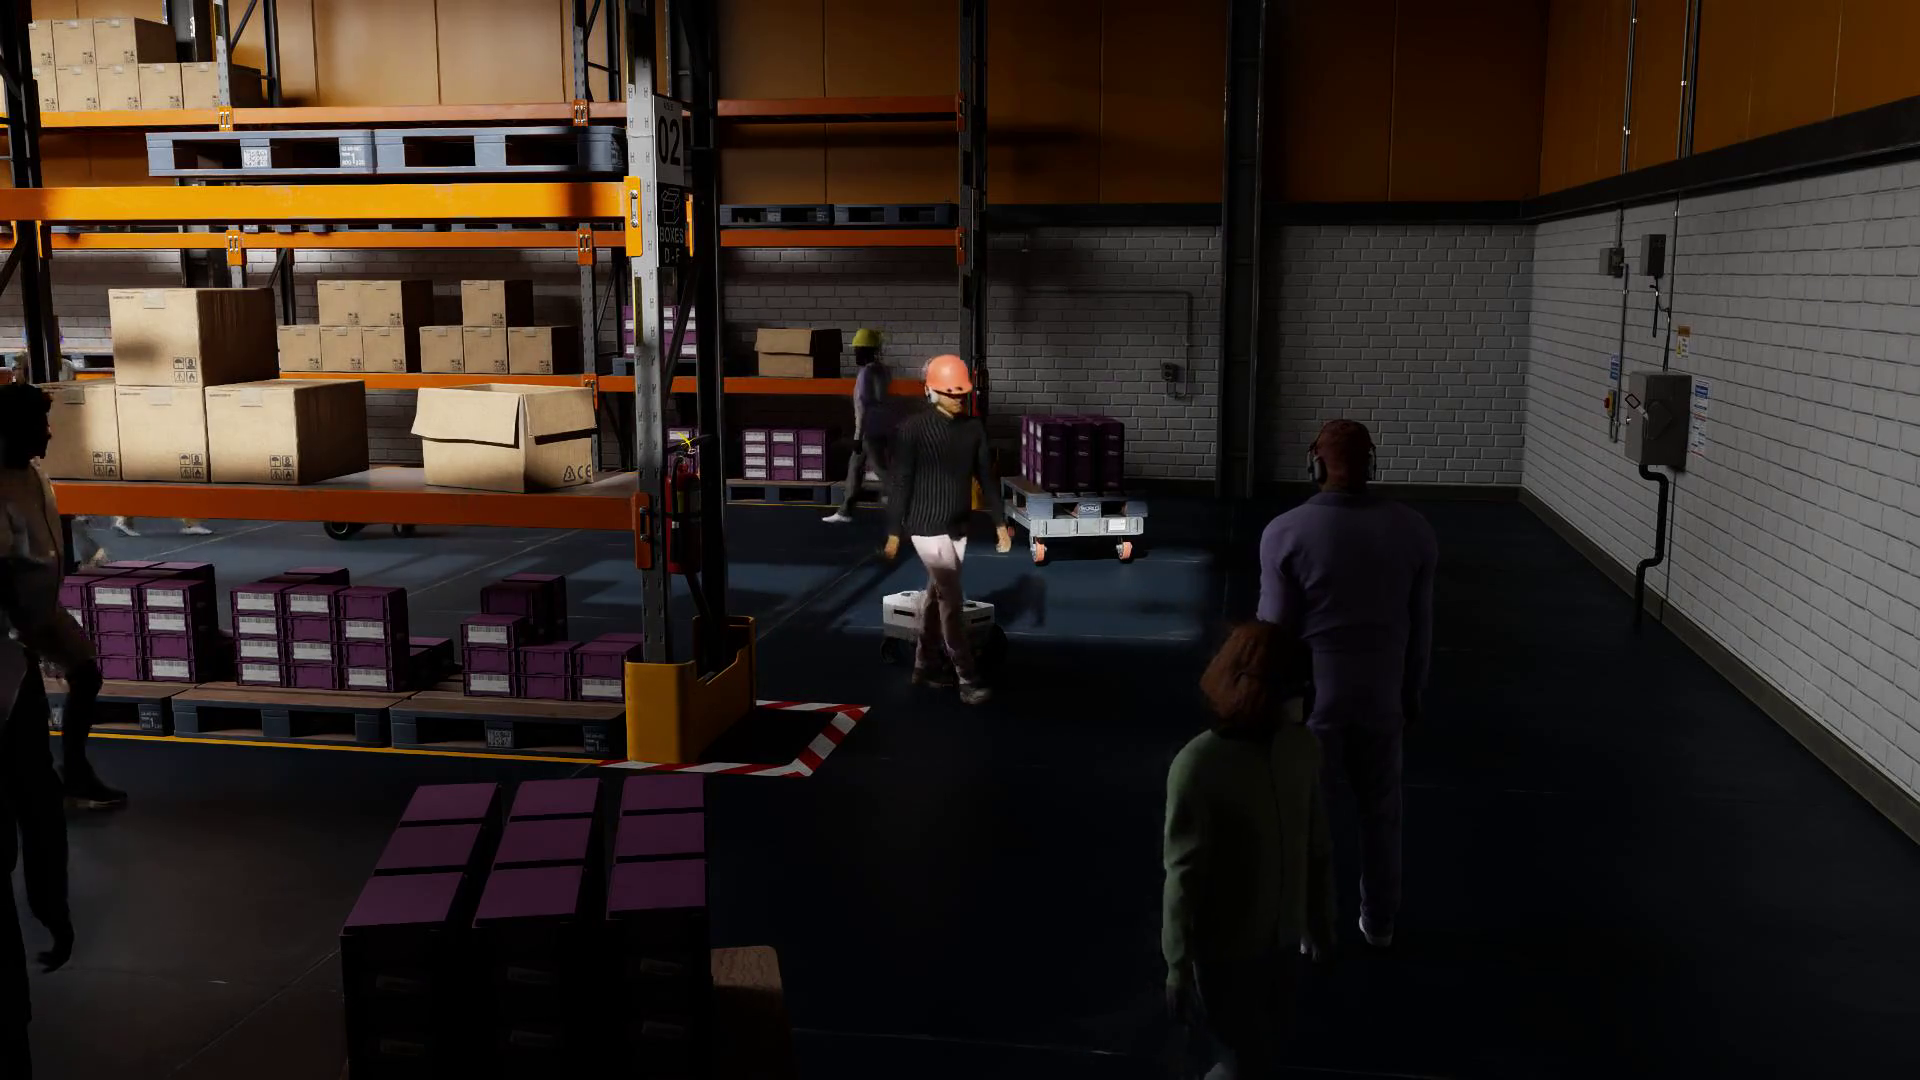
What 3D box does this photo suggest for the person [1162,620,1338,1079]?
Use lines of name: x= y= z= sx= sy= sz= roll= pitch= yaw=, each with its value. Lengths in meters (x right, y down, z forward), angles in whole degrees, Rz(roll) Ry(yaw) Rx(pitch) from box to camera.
person: x=0.696 y=0.974 z=3.978 sx=0.515 sy=1.611 sz=0.692 roll=-7 pitch=12 yaw=-38

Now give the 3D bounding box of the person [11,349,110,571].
person: x=-7.123 y=-0.573 z=12.925 sx=0.812 sy=1.822 sz=0.538 roll=-4 pitch=10 yaw=-21

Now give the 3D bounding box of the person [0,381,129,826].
person: x=-3.957 y=0.293 z=7.181 sx=0.659 sy=1.946 sz=0.605 roll=0 pitch=9 yaw=0

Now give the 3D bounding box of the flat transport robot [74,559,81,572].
flat transport robot: x=-7.378 y=0.292 z=12.349 sx=1.431 sy=0.197 sz=0.652 roll=-1 pitch=9 yaw=-5

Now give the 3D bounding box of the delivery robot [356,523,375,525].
delivery robot: x=-5.363 y=-0.347 z=15.145 sx=0.707 sy=0.478 sz=0.477 roll=-1 pitch=9 yaw=-6

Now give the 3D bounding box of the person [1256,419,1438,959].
person: x=1.327 y=0.527 z=5.854 sx=0.639 sy=1.902 sz=0.407 roll=-1 pitch=9 yaw=-7

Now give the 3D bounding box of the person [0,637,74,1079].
person: x=-2.360 y=0.849 z=3.795 sx=0.597 sy=1.918 sz=0.383 roll=-3 pitch=10 yaw=-20

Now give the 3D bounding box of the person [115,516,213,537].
person: x=-7.310 y=-0.815 z=15.095 sx=0.825 sy=1.602 sz=0.510 roll=1 pitch=9 yaw=5

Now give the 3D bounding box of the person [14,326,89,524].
person: x=-8.569 y=-1.071 z=15.675 sx=0.421 sy=1.934 sz=0.668 roll=5 pitch=10 yaw=29

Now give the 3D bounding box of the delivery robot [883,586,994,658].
delivery robot: x=-0.136 y=0.465 z=10.107 sx=0.707 sy=0.478 sz=0.477 roll=8 pitch=12 yaw=41

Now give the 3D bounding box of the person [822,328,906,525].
person: x=-0.830 y=-1.065 z=15.801 sx=0.966 sy=1.886 sz=0.598 roll=1 pitch=9 yaw=9

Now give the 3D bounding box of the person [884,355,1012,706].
person: x=-0.010 y=-0.060 z=9.308 sx=0.760 sy=1.942 sz=0.884 roll=-9 pitch=13 yaw=-44
